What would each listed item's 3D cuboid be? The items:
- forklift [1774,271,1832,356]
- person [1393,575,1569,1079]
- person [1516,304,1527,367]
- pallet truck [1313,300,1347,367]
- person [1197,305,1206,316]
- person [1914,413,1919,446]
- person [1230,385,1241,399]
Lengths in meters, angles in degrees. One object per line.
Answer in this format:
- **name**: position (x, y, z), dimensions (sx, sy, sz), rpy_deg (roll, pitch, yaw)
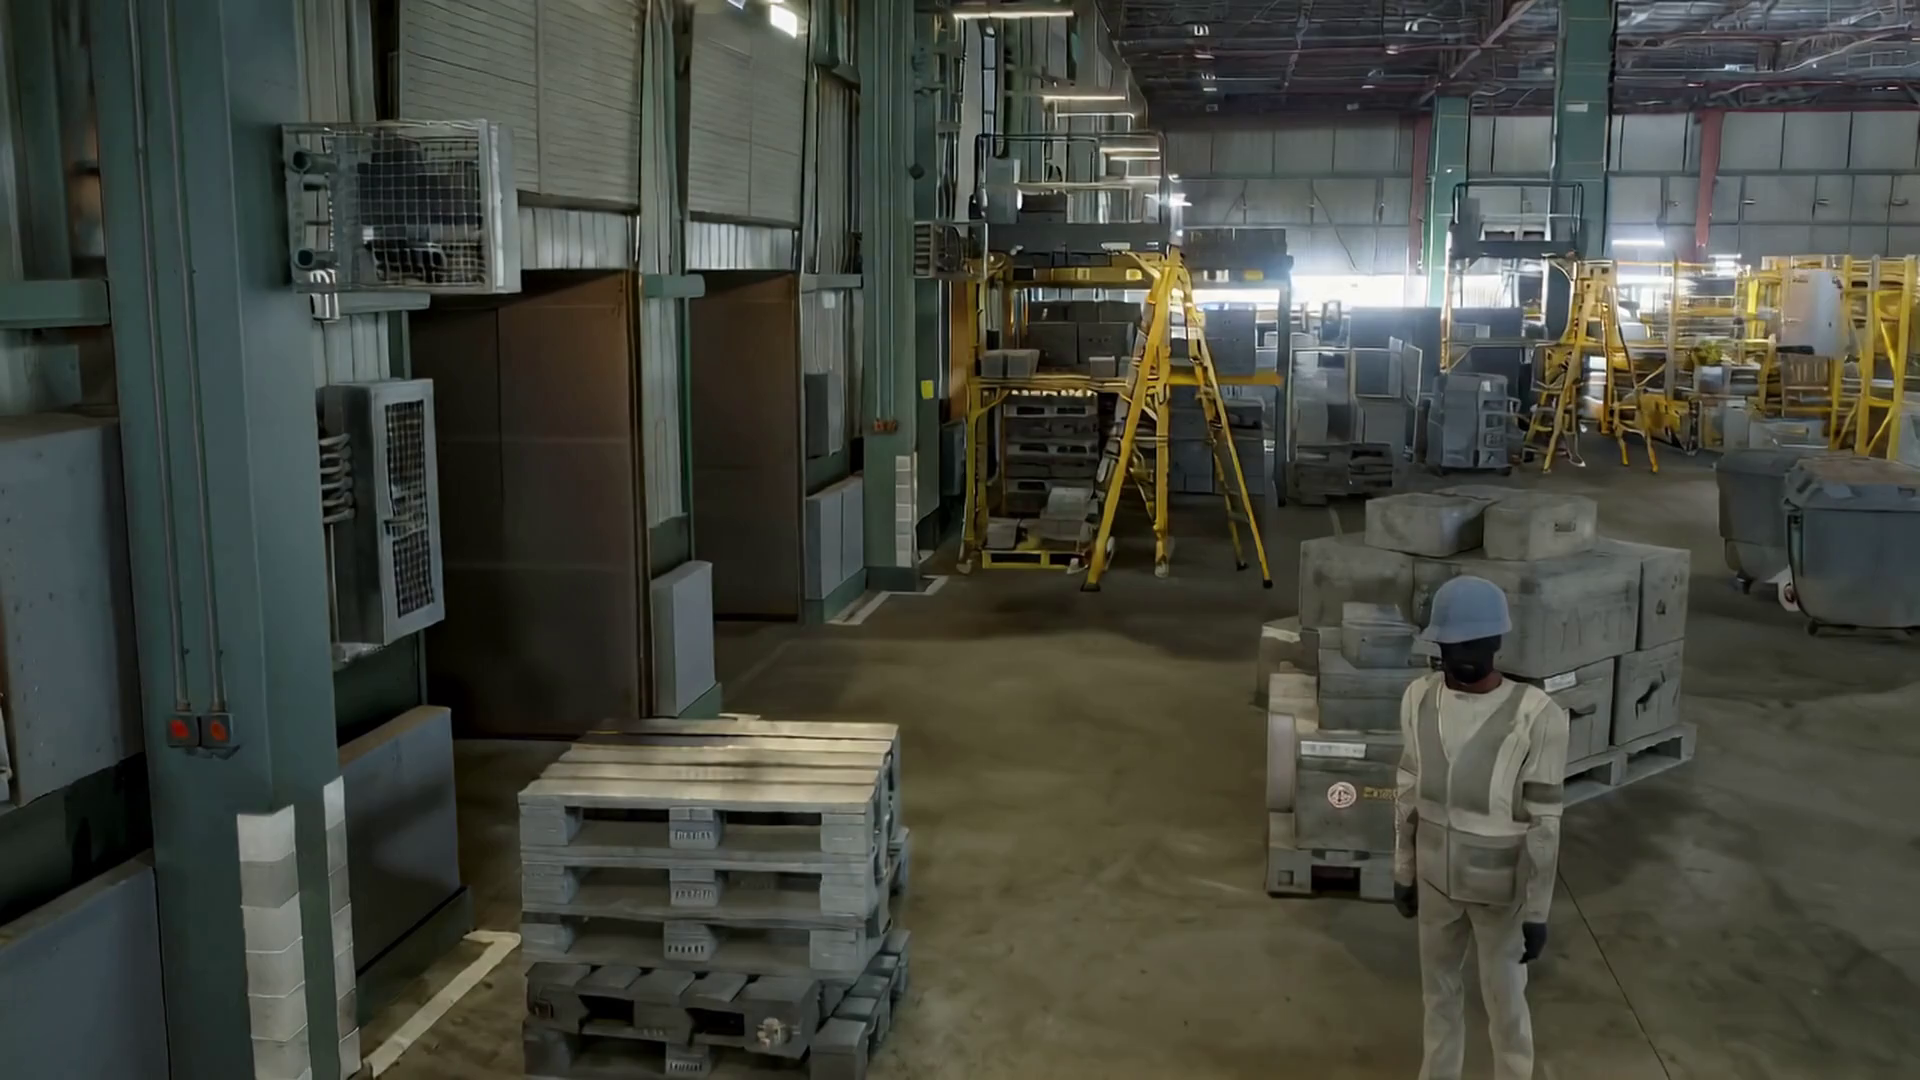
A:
- **forklift**: position (19.697, -4.806, 38.408), dimensions (1.873, 2.768, 1.129), rpy_deg (1, 9, 9)
- **person**: position (1.593, 1.057, 5.218), dimensions (0.394, 1.920, 0.586), rpy_deg (-7, 12, -38)
- **person**: position (16.491, -6.039, 49.116), dimensions (0.453, 1.868, 0.609), rpy_deg (8, 12, 40)
- **pallet truck**: position (11.159, -6.200, 49.718), dimensions (0.823, 1.965, 1.885), rpy_deg (4, 10, 26)
- **person**: position (6.397, -5.306, 44.429), dimensions (0.544, 1.929, 0.388), rpy_deg (-8, 12, -42)
- **person**: position (15.716, -2.360, 26.844), dimensions (0.485, 1.738, 0.321), rpy_deg (-4, 10, -24)
- **person**: position (5.801, -3.592, 34.767), dimensions (0.315, 1.634, 0.516), rpy_deg (-2, 10, -15)
